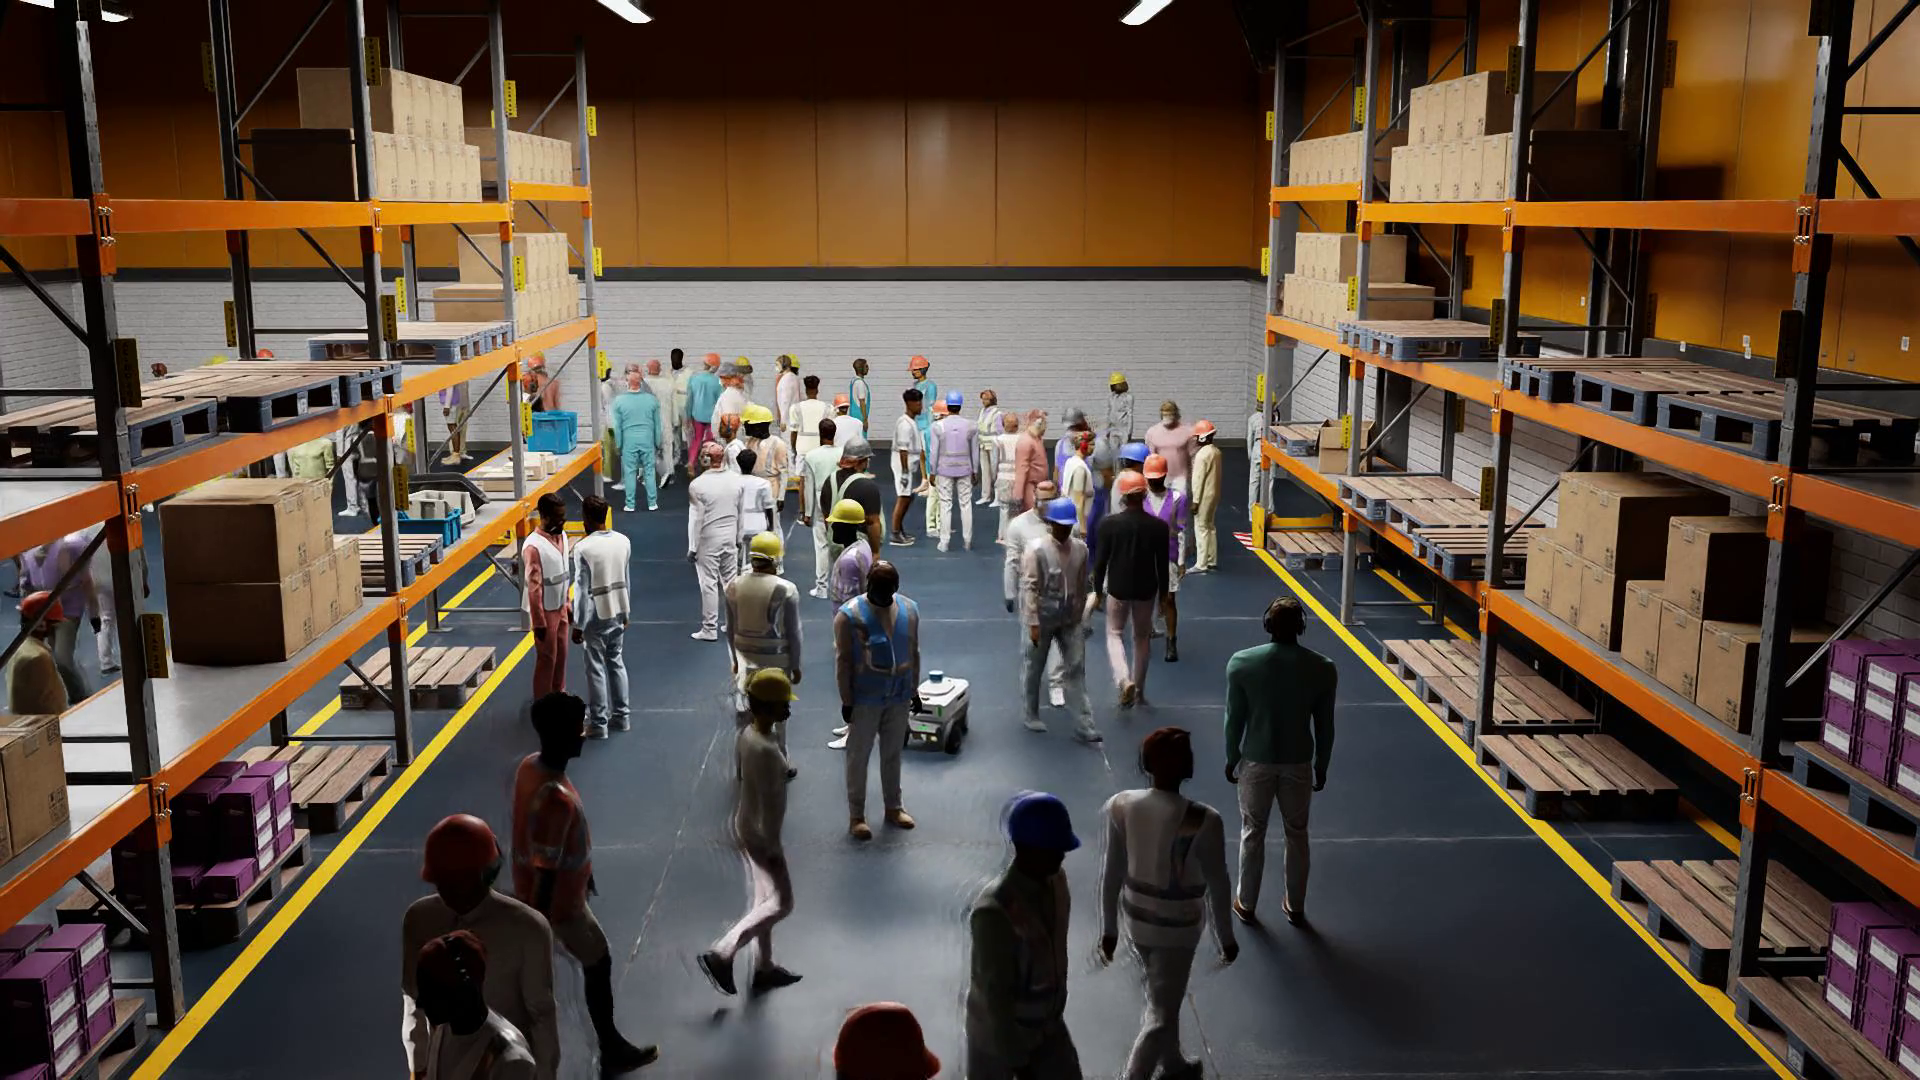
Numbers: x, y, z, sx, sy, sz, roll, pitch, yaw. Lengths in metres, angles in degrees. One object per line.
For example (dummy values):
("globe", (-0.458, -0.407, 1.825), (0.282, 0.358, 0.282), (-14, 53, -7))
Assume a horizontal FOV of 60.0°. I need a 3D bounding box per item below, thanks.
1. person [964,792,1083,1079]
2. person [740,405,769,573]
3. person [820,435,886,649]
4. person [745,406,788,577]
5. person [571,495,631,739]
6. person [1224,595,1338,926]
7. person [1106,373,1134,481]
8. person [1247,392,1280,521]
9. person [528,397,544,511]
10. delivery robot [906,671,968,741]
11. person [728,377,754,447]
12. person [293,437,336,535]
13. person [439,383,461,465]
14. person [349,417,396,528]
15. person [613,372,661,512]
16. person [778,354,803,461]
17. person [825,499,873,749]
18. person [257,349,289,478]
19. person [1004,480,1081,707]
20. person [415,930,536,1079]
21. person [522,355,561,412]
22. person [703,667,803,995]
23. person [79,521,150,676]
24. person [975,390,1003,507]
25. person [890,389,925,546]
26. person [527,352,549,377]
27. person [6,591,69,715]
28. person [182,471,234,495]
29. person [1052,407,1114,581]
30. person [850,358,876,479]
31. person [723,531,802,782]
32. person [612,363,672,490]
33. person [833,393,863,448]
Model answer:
("person", (0.314, 1.903, 6.421), (0.937, 1.906, 0.618), (9, 14, 37))
("person", (-2.289, -0.567, 18.763), (0.366, 1.927, 0.591), (-5, 12, -25))
("person", (-0.938, 0.031, 15.475), (0.688, 2.000, 0.536), (11, 16, 44))
("person", (-2.186, -0.537, 18.608), (0.594, 1.926, 0.366), (9, 14, 38))
("person", (-2.785, 0.595, 13.002), (0.408, 1.907, 0.598), (6, 13, 27))
("person", (1.826, 1.271, 9.550), (0.627, 1.933, 0.370), (1, 11, 3))
("person", (2.332, -1.596, 24.415), (0.324, 1.728, 0.498), (-10, 15, -41))
("person", (4.018, -1.098, 21.906), (0.487, 1.735, 0.322), (10, 15, 42))
("person", (-5.615, -1.051, 21.858), (0.387, 1.668, 0.573), (-5, 12, -25))
("delivery robot", (-0.185, 1.255, 12.845), (0.477, 0.478, 0.707), (4, 12, 18))
("person", (-2.997, -1.363, 23.015), (0.808, 1.843, 0.608), (-10, 15, -41))
("person", (-7.599, -0.642, 19.565), (0.524, 1.759, 0.328), (2, 12, 12))
("person", (-8.245, -2.230, 26.803), (0.367, 2.046, 0.608), (-3, 12, -13))
("person", (-7.249, -0.794, 20.598), (0.539, 1.649, 0.869), (-3, 12, -16))
("person", (-4.385, -1.326, 22.616), (0.643, 1.910, 0.411), (-4, 12, -18))
("person", (-2.646, -1.942, 25.802), (0.623, 1.899, 0.636), (-5, 12, -25))
("person", (-0.837, 0.637, 12.718), (0.355, 1.930, 0.587), (1, 11, 4))
("person", (-10.461, -1.896, 25.252), (0.378, 1.996, 0.611), (0, 11, 2))
("person", (0.701, 0.394, 14.107), (0.661, 1.867, 0.973), (-1, 11, -3))
("person", (-1.544, 2.136, 5.343), (0.371, 1.879, 0.586), (-10, 15, -40))
("person", (-6.175, -1.739, 24.510), (0.638, 1.973, 0.507), (-7, 13, -33))
("person", (-1.052, 1.529, 8.662), (0.480, 1.751, 0.547), (-3, 12, -13))
("person", (-7.436, 0.338, 14.690), (0.569, 1.743, 0.351), (1, 11, 6))
("person", (0.417, -1.271, 23.048), (0.314, 1.631, 0.520), (-8, 14, -36))
("person", (-0.657, -0.894, 20.396), (0.488, 1.939, 0.634), (1, 11, 4))
("person", (-6.984, -2.249, 27.626), (0.339, 1.761, 0.525), (6, 13, 29))
("person", (-5.803, 1.188, 10.460), (0.486, 1.726, 0.638), (-10, 15, -40))
("person", (-7.988, -0.242, 17.755), (0.551, 1.680, 0.335), (-4, 12, -20))
("person", (1.308, -0.498, 18.127), (1.078, 2.000, 0.714), (-10, 15, -42))
("person", (-1.507, -1.851, 25.408), (0.345, 1.847, 0.506), (-4, 12, -18))
("person", (-1.405, 0.846, 11.960), (0.586, 1.824, 0.404), (5, 12, 23))
("person", (-4.674, -1.645, 24.283), (0.859, 1.880, 0.634), (5, 12, 24))
("person", (-1.517, -1.014, 21.438), (0.575, 1.749, 0.333), (-9, 14, -37))
